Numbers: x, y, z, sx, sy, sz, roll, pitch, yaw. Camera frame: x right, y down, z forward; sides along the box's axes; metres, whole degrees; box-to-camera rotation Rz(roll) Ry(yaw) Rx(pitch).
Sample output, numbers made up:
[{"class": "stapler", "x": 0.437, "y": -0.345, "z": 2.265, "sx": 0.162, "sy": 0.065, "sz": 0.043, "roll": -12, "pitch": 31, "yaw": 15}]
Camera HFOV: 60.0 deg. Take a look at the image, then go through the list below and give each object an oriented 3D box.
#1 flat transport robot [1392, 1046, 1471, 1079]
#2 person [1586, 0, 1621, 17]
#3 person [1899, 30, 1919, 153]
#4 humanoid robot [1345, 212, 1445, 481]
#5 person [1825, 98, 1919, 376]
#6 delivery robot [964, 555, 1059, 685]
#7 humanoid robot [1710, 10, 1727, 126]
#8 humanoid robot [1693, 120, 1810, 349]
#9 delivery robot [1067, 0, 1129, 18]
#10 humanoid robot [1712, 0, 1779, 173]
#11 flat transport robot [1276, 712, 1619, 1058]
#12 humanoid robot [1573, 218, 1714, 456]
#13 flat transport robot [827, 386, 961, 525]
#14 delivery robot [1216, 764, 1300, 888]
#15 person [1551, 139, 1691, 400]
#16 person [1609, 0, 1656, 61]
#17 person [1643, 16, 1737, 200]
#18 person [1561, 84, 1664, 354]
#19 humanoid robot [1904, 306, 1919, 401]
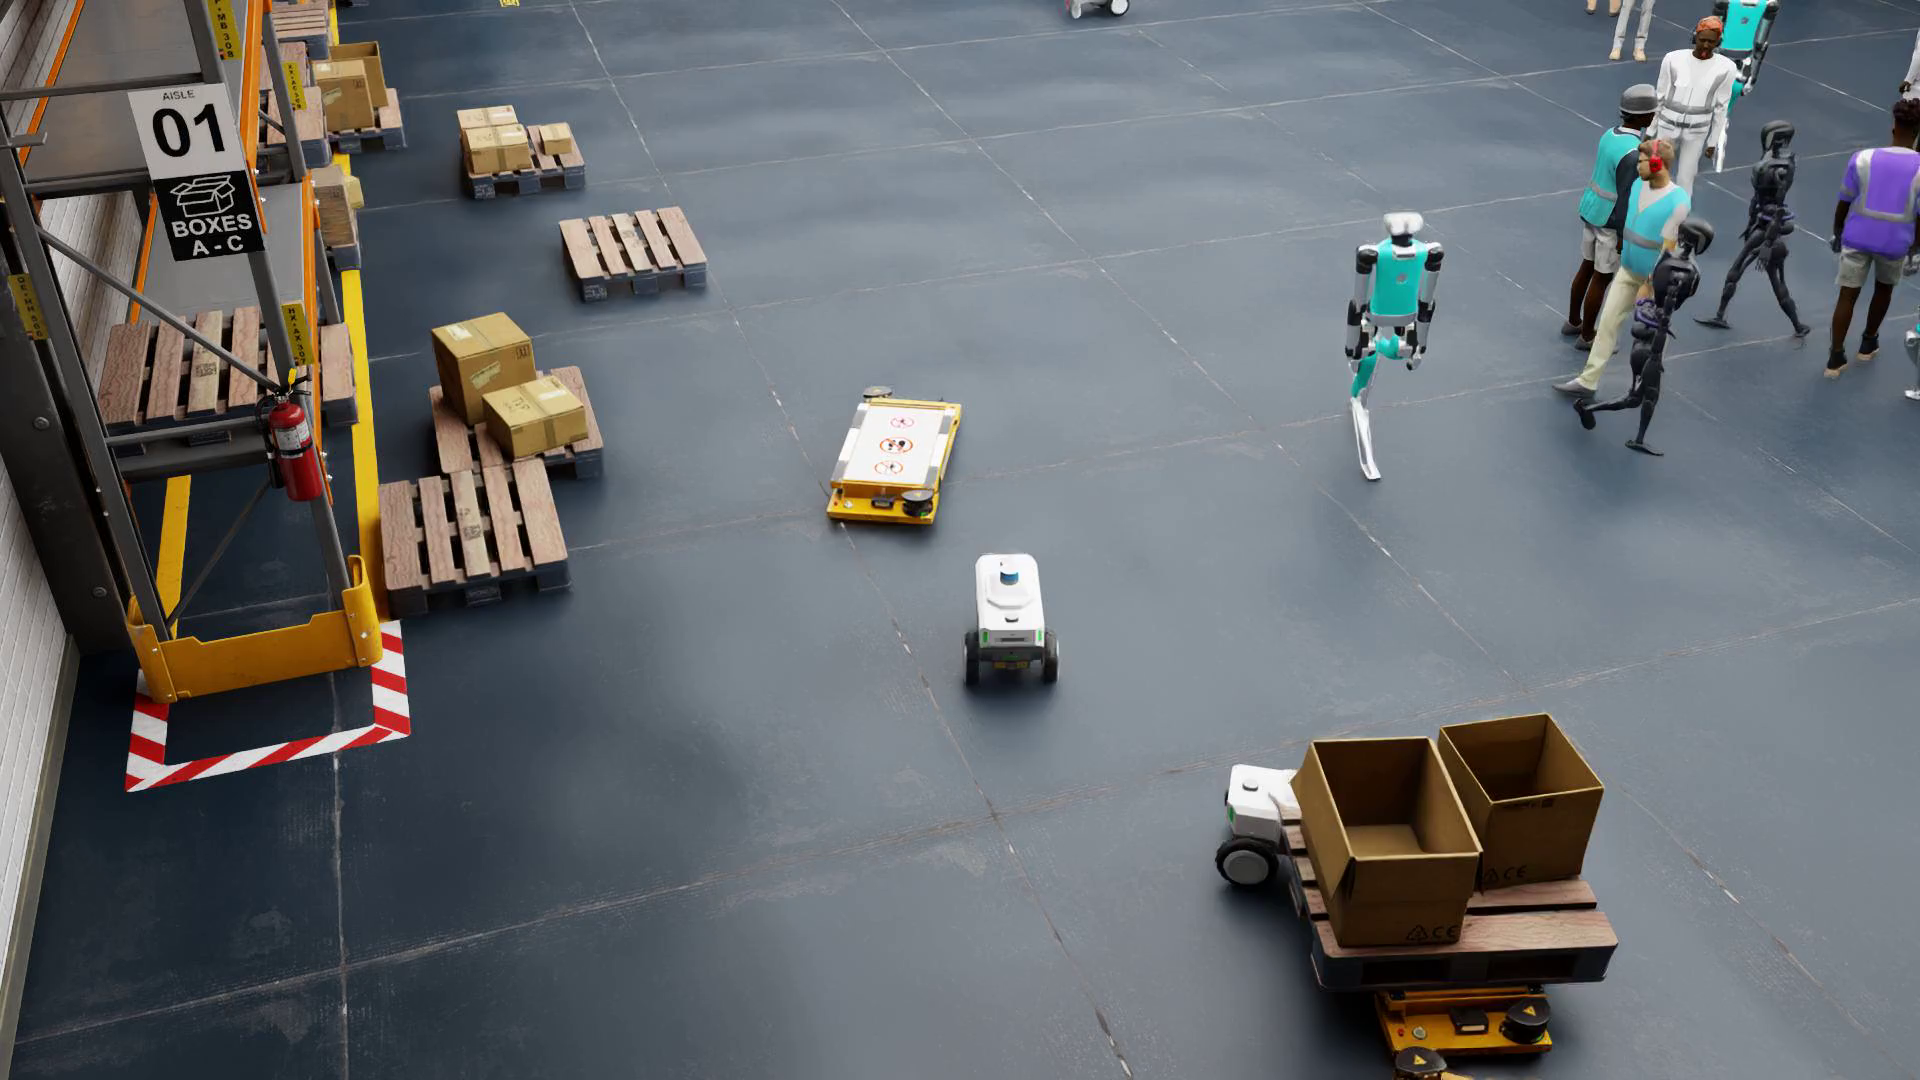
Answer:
[{"class": "flat transport robot", "x": 1.801, "y": 2.505, "z": 6.016, "sx": 0.659, "sy": 0.231, "sz": 1.431, "roll": 12, "pitch": 35, "yaw": 17}, {"class": "person", "x": 7.583, "y": -6.903, "z": 19.166, "sx": 0.476, "sy": 1.667, "sz": 0.394, "roll": 16, "pitch": 36, "yaw": 23}, {"class": "person", "x": 8.540, "y": -4.151, "z": 14.698, "sx": 0.545, "sy": 1.938, "sz": 0.373, "roll": -15, "pitch": 36, "yaw": -21}, {"class": "humanoid robot", "x": 2.658, "y": -1.342, "z": 10.637, "sx": 0.530, "sy": 1.790, "sz": 1.049, "roll": -1, "pitch": 33, "yaw": -2}, {"class": "person", "x": 6.405, "y": -2.125, "z": 11.590, "sx": 0.632, "sy": 1.933, "sz": 0.793, "roll": 20, "pitch": 38, "yaw": 28}, {"class": "delivery robot", "x": 0.264, "y": 0.414, "z": 8.969, "sx": 0.499, "sy": 0.602, "sz": 0.795, "roll": -1, "pitch": 33, "yaw": -1}, {"class": "humanoid robot", "x": 7.136, "y": -4.757, "z": 15.888, "sx": 0.622, "sy": 1.628, "sz": 0.613, "roll": 10, "pitch": 35, "yaw": 16}, {"class": "humanoid robot", "x": 5.929, "y": -2.234, "z": 12.046, "sx": 0.768, "sy": 1.620, "sz": 0.591, "roll": 5, "pitch": 33, "yaw": 7}, {"class": "delivery robot", "x": 1.582, "y": -6.416, "z": 19.440, "sx": 0.769, "sy": 0.598, "sz": 0.512, "roll": -11, "pitch": 35, "yaw": -16}, {"class": "humanoid robot", "x": 6.911, "y": -4.259, "z": 15.046, "sx": 0.531, "sy": 1.781, "sz": 0.784, "roll": 8, "pitch": 34, "yaw": 12}, {"class": "flat transport robot", "x": 2.040, "y": 1.651, "z": 7.326, "sx": 0.659, "sy": 0.231, "sz": 1.431, "roll": -2, "pitch": 33, "yaw": -3}, {"class": "humanoid robot", "x": 4.365, "y": -1.327, "z": 10.638, "sx": 0.623, "sy": 1.627, "sz": 0.615, "roll": 13, "pitch": 35, "yaw": 19}, {"class": "flat transport robot", "x": -0.404, "y": -0.556, "z": 10.712, "sx": 0.659, "sy": 0.231, "sz": 1.431, "roll": 4, "pitch": 33, "yaw": 6}, {"class": "delivery robot", "x": 1.573, "y": 1.277, "z": 7.620, "sx": 0.759, "sy": 0.575, "sz": 0.499, "roll": 7, "pitch": 34, "yaw": 11}, {"class": "person", "x": 4.532, "y": -1.792, "z": 11.215, "sx": 0.838, "sy": 1.785, "sz": 0.559, "roll": -14, "pitch": 36, "yaw": -20}, {"class": "person", "x": 7.297, "y": -6.044, "z": 17.663, "sx": 0.469, "sy": 1.871, "sz": 0.350, "roll": 6, "pitch": 34, "yaw": 10}, {"class": "person", "x": 5.832, "y": -3.280, "z": 13.419, "sx": 0.573, "sy": 1.879, "sz": 0.361, "roll": 15, "pitch": 36, "yaw": 22}, {"class": "person", "x": 4.614, "y": -2.281, "z": 11.829, "sx": 0.418, "sy": 1.940, "sz": 0.548, "roll": -1, "pitch": 33, "yaw": -2}, {"class": "humanoid robot", "x": 6.698, "y": -1.622, "z": 11.091, "sx": 0.781, "sy": 1.858, "sz": 0.531, "roll": 12, "pitch": 35, "yaw": 18}]
